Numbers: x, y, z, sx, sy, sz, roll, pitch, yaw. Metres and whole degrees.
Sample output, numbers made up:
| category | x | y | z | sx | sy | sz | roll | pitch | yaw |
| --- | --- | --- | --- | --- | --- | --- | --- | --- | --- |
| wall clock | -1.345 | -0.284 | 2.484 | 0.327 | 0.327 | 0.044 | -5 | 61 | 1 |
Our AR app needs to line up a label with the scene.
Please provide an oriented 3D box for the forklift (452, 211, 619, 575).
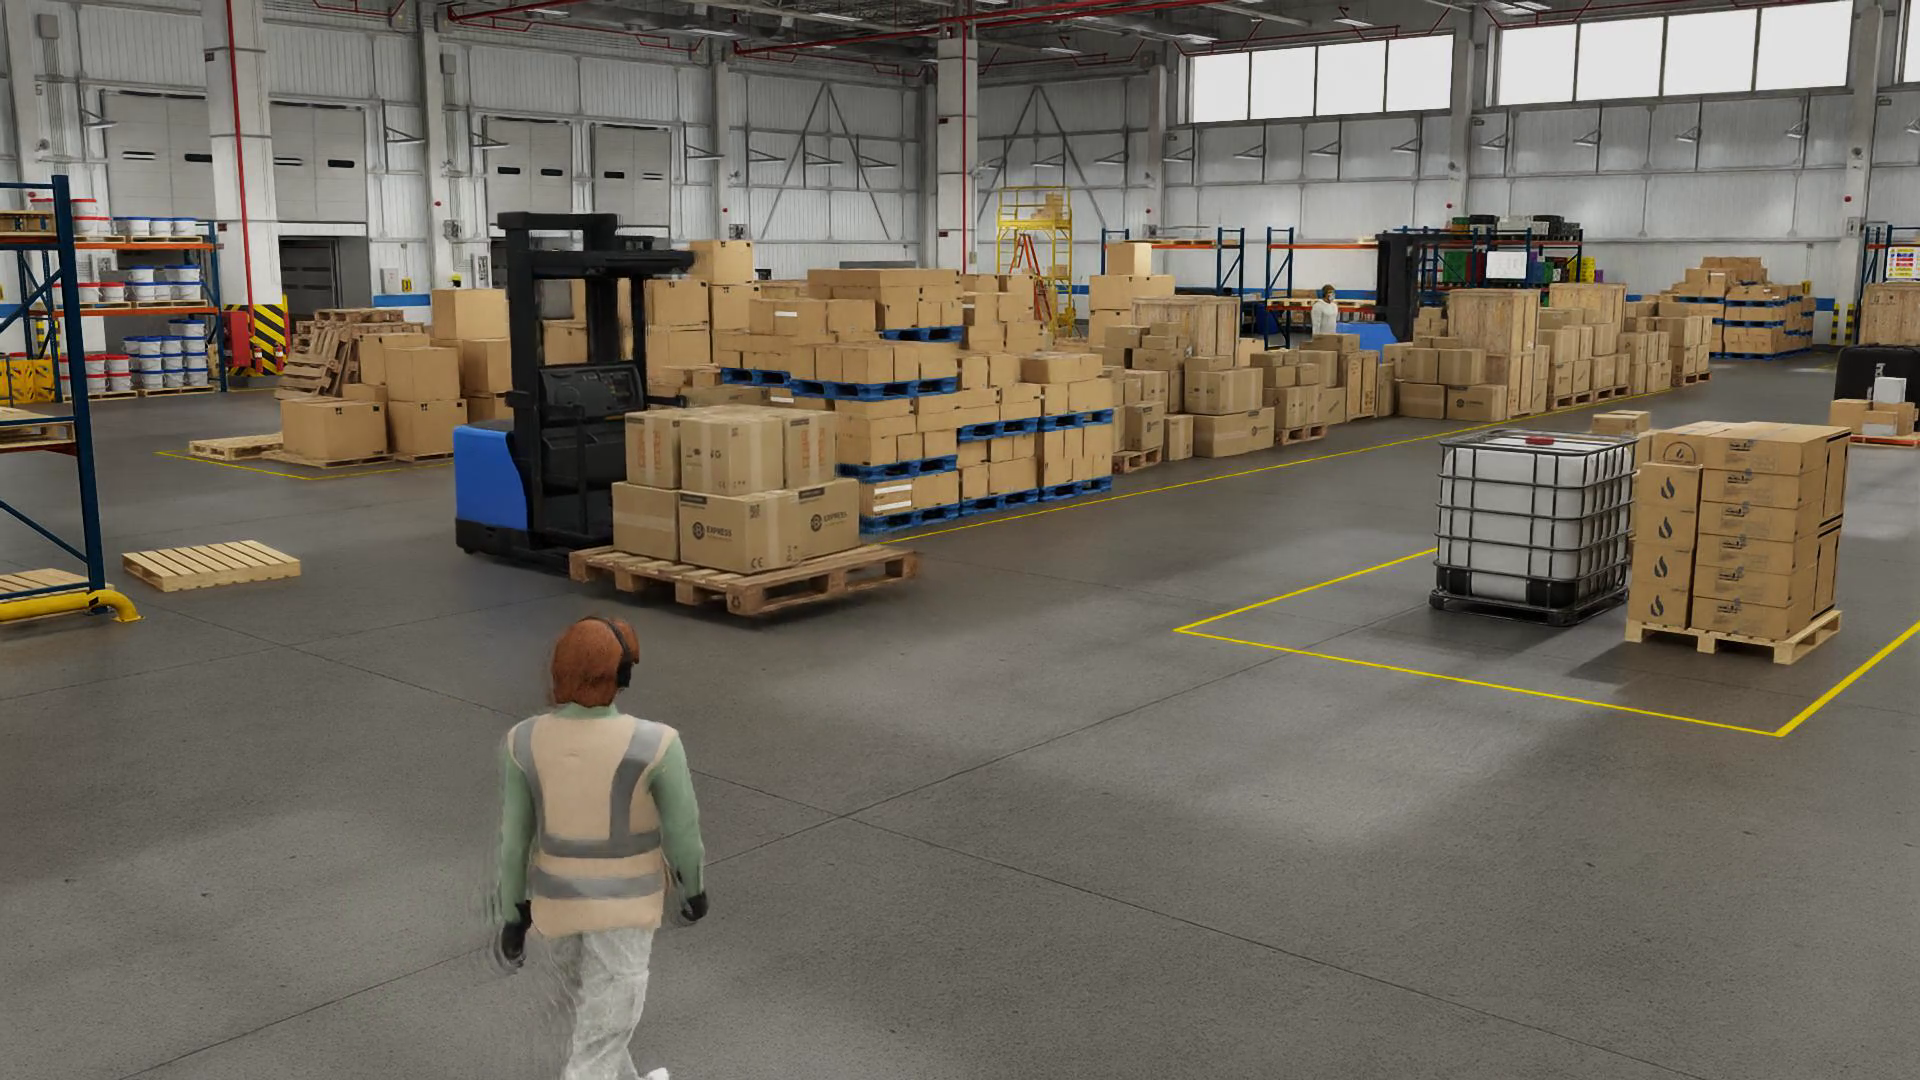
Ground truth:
| category | x | y | z | sx | sy | sz | roll | pitch | yaw |
| --- | --- | --- | --- | --- | --- | --- | --- | --- | --- |
| forklift | -3.197 | -1.240 | 13.451 | 1.873 | 2.768 | 1.129 | 8 | 13 | 40 |

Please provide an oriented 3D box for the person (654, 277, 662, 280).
| category | x | y | z | sx | sy | sz | roll | pitch | yaw |
| --- | --- | --- | --- | --- | --- | --- | --- | --- | --- |
| person | -6.517 | -4.726 | 36.024 | 0.636 | 1.929 | 0.385 | -5 | 11 | -25 |

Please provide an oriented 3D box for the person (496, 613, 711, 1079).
| category | x | y | z | sx | sy | sz | roll | pitch | yaw |
| --- | --- | --- | --- | --- | --- | --- | --- | --- | --- |
| person | -0.957 | 0.990 | 4.443 | 0.507 | 1.586 | 0.875 | 3 | 10 | 17 |

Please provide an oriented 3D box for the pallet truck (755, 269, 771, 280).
| category | x | y | z | sx | sy | sz | roll | pitch | yaw |
| --- | --- | --- | --- | --- | --- | --- | --- | --- | --- |
| pallet truck | -4.996 | -6.432 | 45.525 | 1.885 | 1.965 | 0.823 | -6 | 12 | -32 |

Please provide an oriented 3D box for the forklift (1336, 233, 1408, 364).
| category | x | y | z | sx | sy | sz | roll | pitch | yaw |
| --- | --- | --- | --- | --- | --- | --- | --- | --- | --- |
| forklift | 8.384 | -4.593 | 32.542 | 1.873 | 2.768 | 1.129 | -1 | 10 | -4 |

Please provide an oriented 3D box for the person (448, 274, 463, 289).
| category | x | y | z | sx | sy | sz | roll | pitch | yaw |
| --- | --- | --- | --- | --- | --- | --- | --- | --- | --- |
| person | -12.532 | -5.719 | 41.751 | 0.807 | 1.898 | 0.598 | -9 | 13 | -40 |

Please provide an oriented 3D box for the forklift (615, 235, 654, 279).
| category | x | y | z | sx | sy | sz | roll | pitch | yaw |
| --- | --- | --- | --- | --- | --- | --- | --- | --- | --- |
| forklift | -7.300 | -5.450 | 37.421 | 1.873 | 2.768 | 1.129 | 8 | 13 | 40 |

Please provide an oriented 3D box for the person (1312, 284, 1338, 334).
| category | x | y | z | sx | sy | sz | roll | pitch | yaw |
| --- | --- | --- | --- | --- | --- | --- | --- | --- | --- |
| person | 6.204 | -3.365 | 28.231 | 0.635 | 1.938 | 0.361 | -10 | 14 | -44 |
